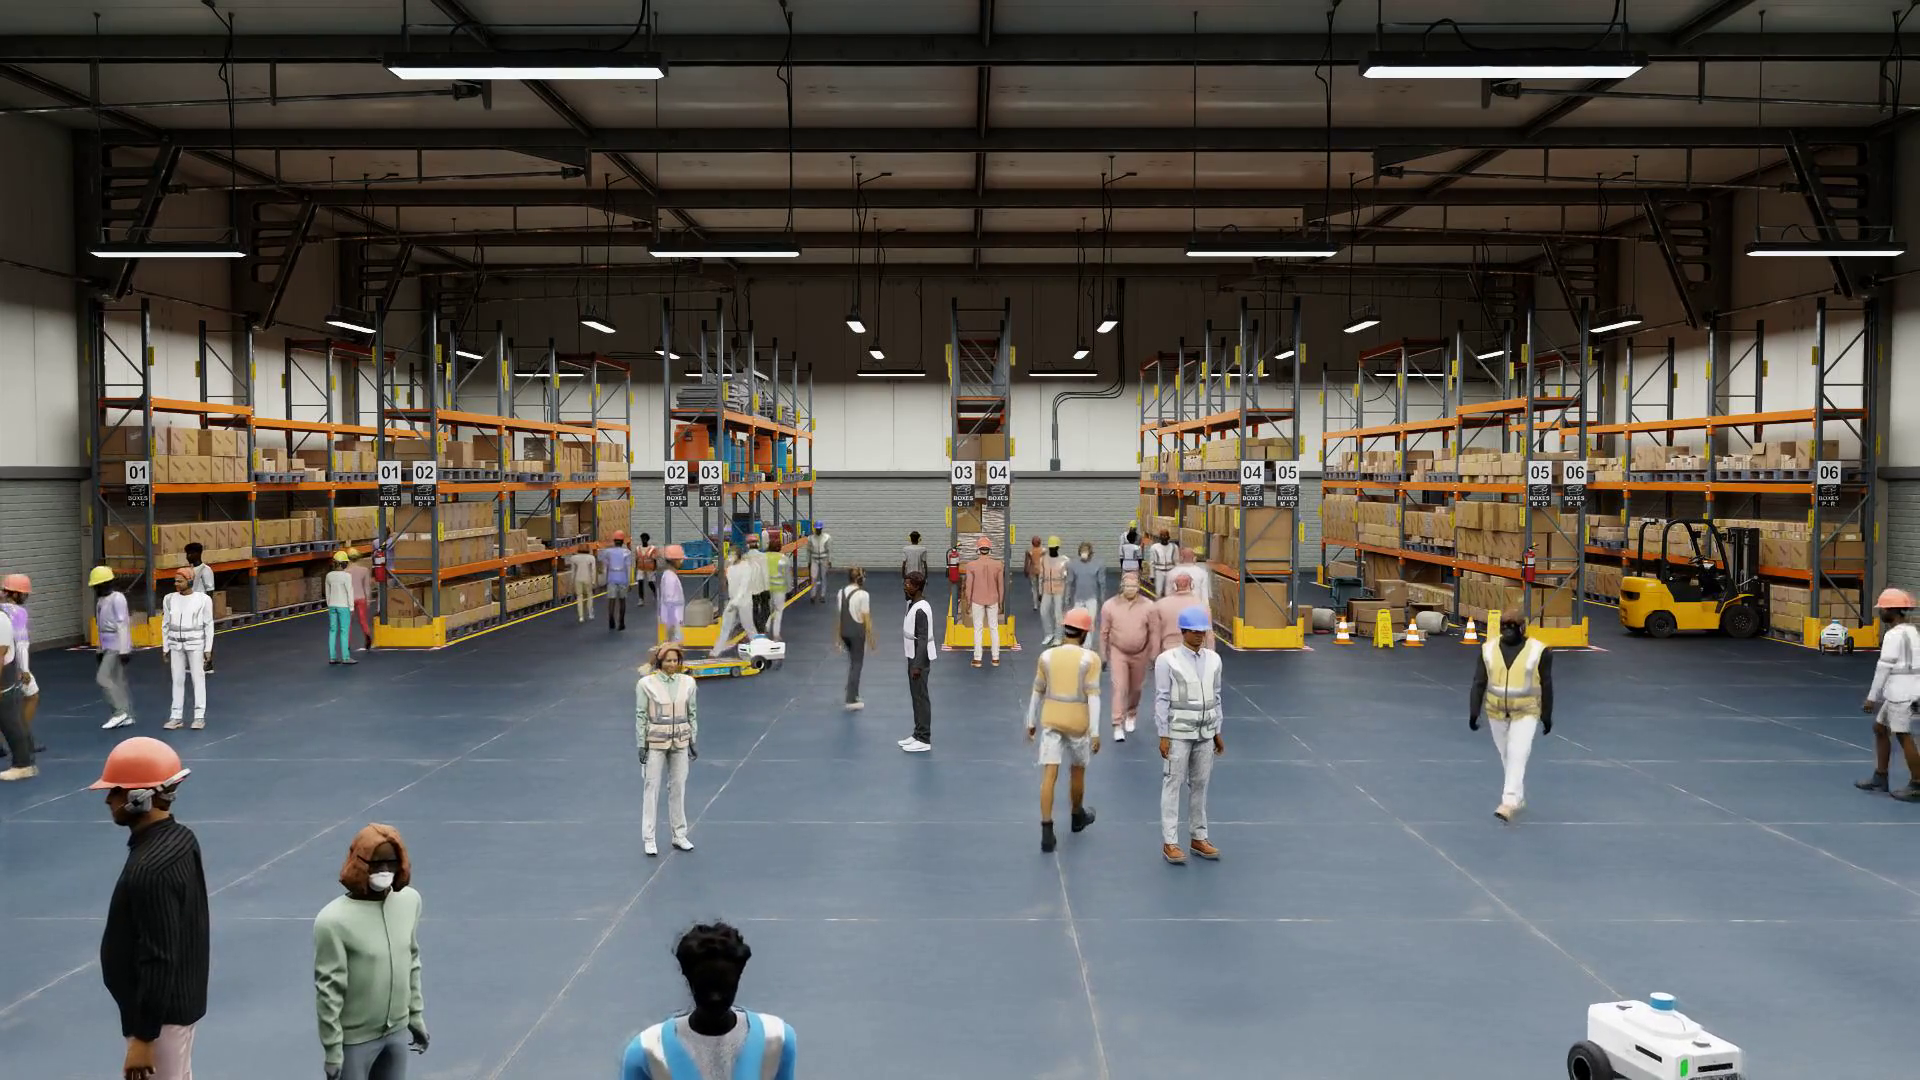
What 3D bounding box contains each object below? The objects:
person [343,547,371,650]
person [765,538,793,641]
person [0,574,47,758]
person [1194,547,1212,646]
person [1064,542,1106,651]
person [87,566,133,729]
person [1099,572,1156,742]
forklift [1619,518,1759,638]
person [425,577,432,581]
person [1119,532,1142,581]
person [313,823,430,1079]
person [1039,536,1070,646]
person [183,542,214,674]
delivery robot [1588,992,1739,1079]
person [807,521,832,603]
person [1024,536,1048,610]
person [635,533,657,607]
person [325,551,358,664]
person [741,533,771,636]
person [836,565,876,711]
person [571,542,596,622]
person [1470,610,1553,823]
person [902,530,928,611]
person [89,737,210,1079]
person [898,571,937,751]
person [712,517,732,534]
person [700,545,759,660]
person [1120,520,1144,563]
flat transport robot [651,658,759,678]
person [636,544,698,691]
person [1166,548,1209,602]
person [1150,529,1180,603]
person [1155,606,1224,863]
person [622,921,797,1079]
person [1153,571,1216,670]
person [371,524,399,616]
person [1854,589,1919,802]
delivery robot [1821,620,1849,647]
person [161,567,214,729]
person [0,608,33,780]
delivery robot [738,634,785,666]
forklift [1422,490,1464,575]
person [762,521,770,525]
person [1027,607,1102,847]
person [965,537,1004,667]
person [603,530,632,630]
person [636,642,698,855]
[{"bbox_3d":[-10.169,0.993,27.131,0.539,1.743,0.766,-2,3,-39],"label":"person"},{"bbox_3d":[-3.292,0.886,28.741,0.662,1.823,0.481,0,2,11],"label":"person"},{"bbox_3d":[-9.885,1.314,16.890,0.658,1.910,0.566,1,2,22],"label":"person"},{"bbox_3d":[4.054,0.974,28.033,0.519,1.684,0.891,-1,2,-22],"label":"person"},{"bbox_3d":[1.985,0.983,25.694,0.645,1.882,1.046,1,2,19],"label":"person"},{"bbox_3d":[-9.847,1.248,18.713,0.636,1.892,0.505,2,3,44],"label":"person"},{"bbox_3d":[1.899,1.287,18.250,0.655,1.874,0.888,0,2,-5],"label":"person"},{"bbox_3d":[13.417,0.684,29.791,2.313,2.155,1.214,0,2,0],"label":"forklift"},{"bbox_3d":[-10.798,0.617,33.194,0.600,2.019,0.490,0,2,-5],"label":"person"},{"bbox_3d":[3.820,0.659,36.060,0.537,1.695,0.321,1,3,32],"label":"person"},{"bbox_3d":[-2.215,1.880,6.102,0.284,1.633,0.498,1,3,27],"label":"person"},{"bbox_3d":[1.614,0.881,27.791,0.605,1.907,0.504,1,3,25],"label":"person"},{"bbox_3d":[-11.325,1.009,23.990,0.614,1.956,0.372,2,3,40],"label":"person"},{"bbox_3d":[3.227,2.334,7.427,0.477,0.478,0.707,-1,2,-15],"label":"delivery robot"},{"bbox_3d":[-3.252,0.508,37.306,0.605,1.901,0.933,0,2,0],"label":"person"},{"bbox_3d":[1.674,0.719,35.390,0.546,1.615,0.589,0,2,-1],"label":"person"},{"bbox_3d":[-7.101,0.653,36.625,0.532,1.669,0.732,0,2,7],"label":"person"},{"bbox_3d":[-9.663,1.057,25.206,0.526,1.768,0.314,1,2,22],"label":"person"},{"bbox_3d":[-3.484,0.864,27.692,0.672,1.949,0.429,1,3,29],"label":"person"},{"bbox_3d":[-1.269,1.221,20.325,0.538,1.823,0.588,2,3,44],"label":"person"},{"bbox_3d":[-7.608,0.841,32.669,0.506,1.600,0.789,0,2,-7],"label":"person"},{"bbox_3d":[4.720,1.495,13.886,0.653,1.788,0.974,2,3,36],"label":"person"},{"bbox_3d":[-0.888,0.746,31.729,0.521,1.870,0.319,0,2,5],"label":"person"},{"bbox_3d":[-2.948,1.710,5.896,0.392,1.992,0.623,-1,2,-18],"label":"person"},{"bbox_3d":[-0.452,1.293,17.369,0.392,1.919,0.593,0,2,-9],"label":"person"},{"bbox_3d":[-6.711,0.235,45.538,0.576,1.801,0.961,0,2,7],"label":"person"},{"bbox_3d":[-3.472,1.015,24.857,0.630,1.871,1.056,2,3,43],"label":"person"},{"bbox_3d":[4.388,0.398,41.105,0.624,1.813,0.428,0,2,-2],"label":"person"},{"bbox_3d":[-3.715,1.878,23.590,1.431,0.197,0.652,-2,3,-37],"label":"flat transport robot"},{"bbox_3d":[-3.970,1.064,21.868,0.739,2.025,0.613,0,2,-11],"label":"person"},{"bbox_3d":[3.405,1.050,24.240,0.659,1.865,0.977,1,2,19],"label":"person"},{"bbox_3d":[4.163,0.713,32.628,0.599,1.861,0.699,0,2,-1],"label":"person"},{"bbox_3d":[1.765,1.475,12.398,0.604,1.949,0.384,-1,3,-29],"label":"person"},{"bbox_3d":[-0.744,1.928,4.757,0.539,1.660,0.885,-1,2,-15],"label":"person"},{"bbox_3d":[2.473,1.292,17.825,0.732,1.880,0.466,1,3,27],"label":"person"},{"bbox_3d":[-11.987,0.633,33.720,0.635,1.937,0.352,0,2,6],"label":"person"},{"bbox_3d":[8.463,1.404,14.751,0.786,1.907,0.557,2,3,43],"label":"person"},{"bbox_3d":[14.484,1.567,26.726,0.477,0.478,0.707,2,3,35],"label":"delivery robot"},{"bbox_3d":[-8.978,1.255,18.756,0.575,1.883,0.362,0,2,0],"label":"person"},{"bbox_3d":[-9.421,1.327,15.512,0.726,2.000,0.917,2,3,41],"label":"person"},{"bbox_3d":[-2.988,1.661,24.374,0.707,0.478,0.477,-2,3,-44],"label":"delivery robot"},{"bbox_3d":[13.926,-0.371,47.846,1.873,2.768,1.129,0,2,0],"label":"forklift"},{"bbox_3d":[-5.652,0.244,47.290,0.266,1.631,0.507,1,2,20],"label":"person"},{"bbox_3d":[0.850,1.481,13.032,0.679,1.870,0.981,1,2,23],"label":"person"},{"bbox_3d":[0.372,0.954,24.932,0.612,1.995,0.393,0,2,-11],"label":"person"},{"bbox_3d":[-6.517,0.766,30.710,0.552,1.913,0.776,0,2,-3],"label":"person"},{"bbox_3d":[-2.297,1.619,12.643,0.512,1.637,0.307,-2,3,-34],"label":"person"}]
